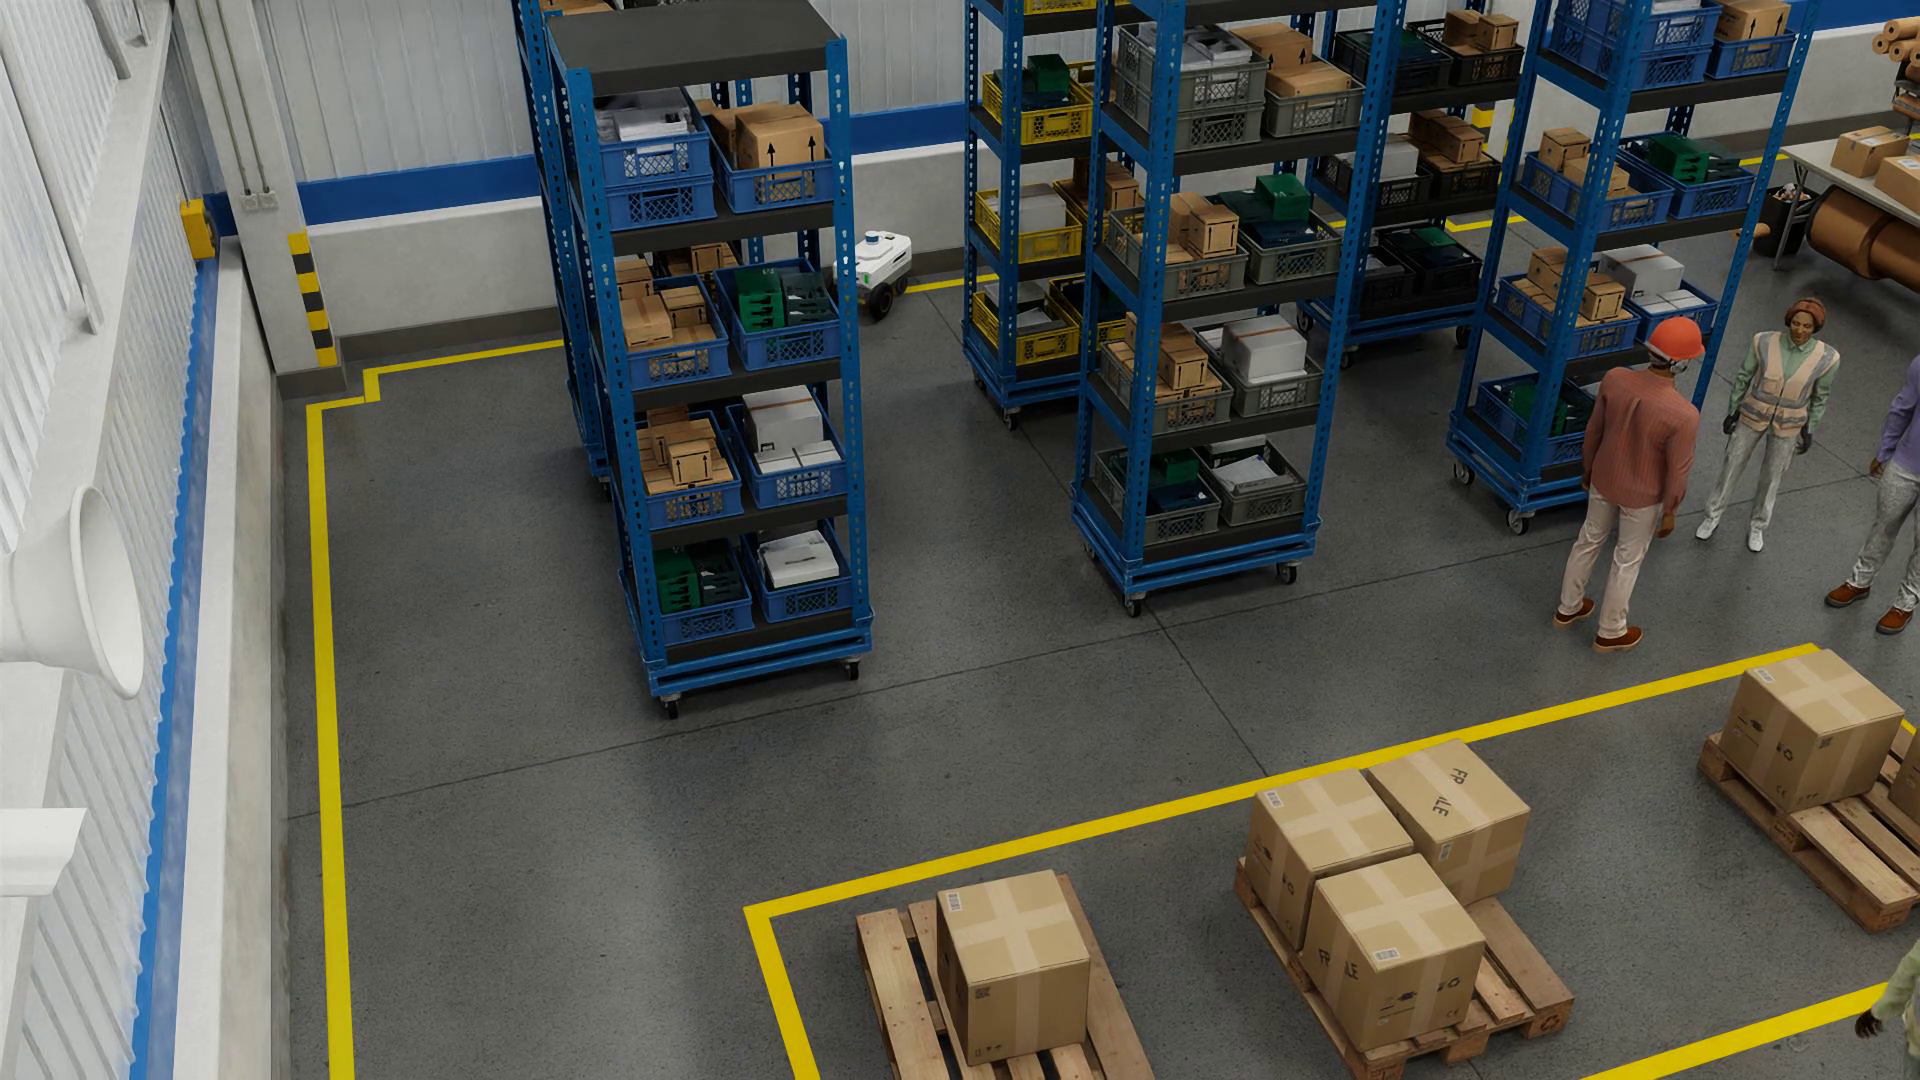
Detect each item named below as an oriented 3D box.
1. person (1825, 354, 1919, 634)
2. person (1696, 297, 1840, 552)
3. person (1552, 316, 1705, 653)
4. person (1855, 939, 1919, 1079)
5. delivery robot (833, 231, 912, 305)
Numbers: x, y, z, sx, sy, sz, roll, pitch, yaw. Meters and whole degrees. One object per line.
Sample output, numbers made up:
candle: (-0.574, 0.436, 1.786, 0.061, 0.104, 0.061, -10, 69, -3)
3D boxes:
person: (5.314, -0.367, 9.116, 0.355, 1.938, 0.637, -21, 40, -27)
person: (4.783, -0.686, 9.824, 0.511, 1.640, 0.308, 16, 38, 22)
person: (3.628, -0.299, 8.971, 0.396, 1.992, 0.622, -20, 40, -26)
person: (3.614, 1.864, 6.072, 0.546, 1.826, 0.597, -8, 36, -11)
delivery robot: (-0.665, -2.125, 12.721, 0.477, 0.478, 0.707, 18, 39, 23)
